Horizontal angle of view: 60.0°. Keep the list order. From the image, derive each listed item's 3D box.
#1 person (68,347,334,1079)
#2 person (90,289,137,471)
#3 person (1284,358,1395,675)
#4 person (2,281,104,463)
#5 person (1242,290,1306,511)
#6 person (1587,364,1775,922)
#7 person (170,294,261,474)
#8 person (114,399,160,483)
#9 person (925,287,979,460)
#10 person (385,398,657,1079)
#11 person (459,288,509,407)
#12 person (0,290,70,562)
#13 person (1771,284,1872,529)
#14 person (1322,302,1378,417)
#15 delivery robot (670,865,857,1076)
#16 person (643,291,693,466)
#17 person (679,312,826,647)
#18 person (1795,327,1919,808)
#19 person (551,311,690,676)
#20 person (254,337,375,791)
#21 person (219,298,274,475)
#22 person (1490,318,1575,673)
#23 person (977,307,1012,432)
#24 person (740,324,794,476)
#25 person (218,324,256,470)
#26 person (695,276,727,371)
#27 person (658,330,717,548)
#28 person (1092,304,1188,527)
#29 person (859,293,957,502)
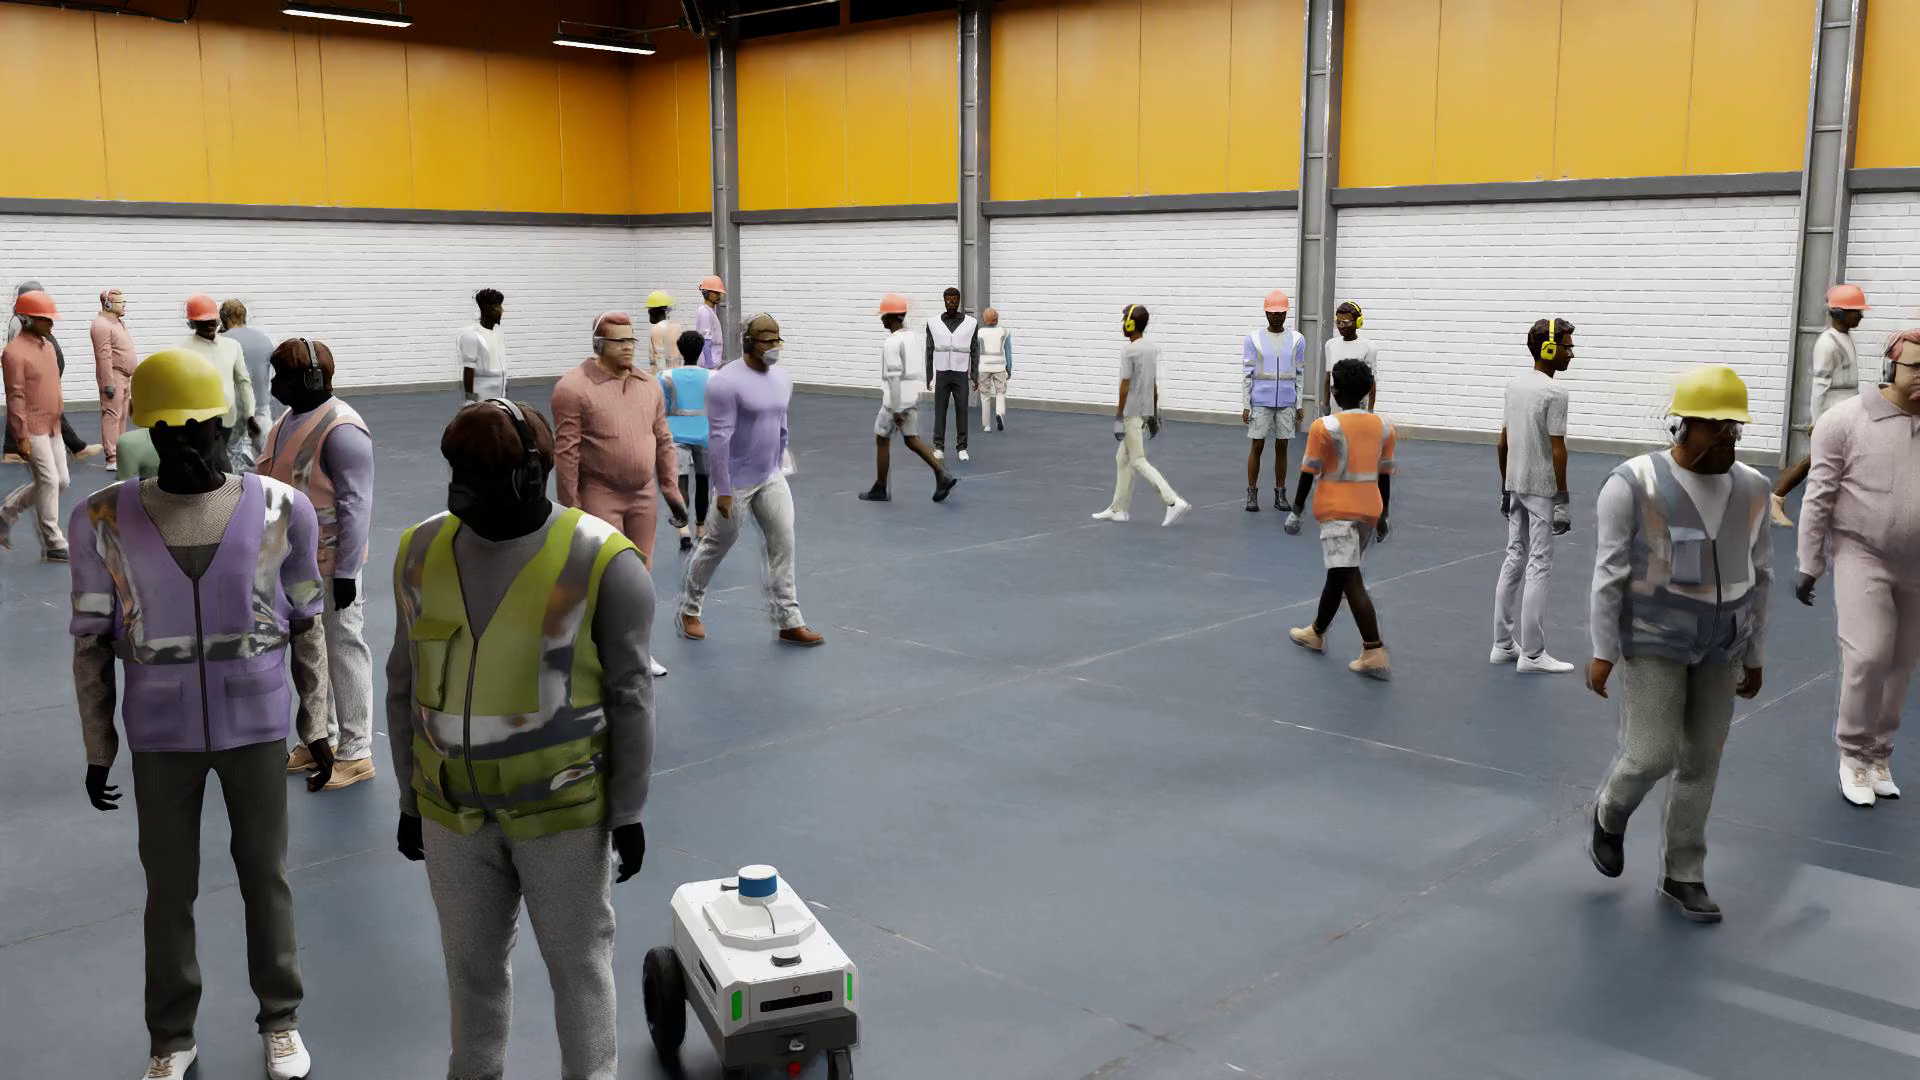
[{"bbox_3d":[-1.921,0.474,4.251,0.595,1.925,0.373,-4,10,-22],"label":"person"},{"bbox_3d":[-8.868,-1.679,17.516,0.400,1.909,0.643,-2,9,-12],"label":"person"},{"bbox_3d":[2.038,-0.137,8.841,0.542,1.646,0.876,-5,11,-29],"label":"person"},{"bbox_3d":[-10.027,-1.853,18.172,1.003,2.000,0.703,-5,11,-30],"label":"person"},{"bbox_3d":[2.740,-1.205,14.515,0.550,1.935,0.376,0,9,-2],"label":"person"},{"bbox_3d":[2.364,0.328,5.471,0.615,1.818,0.460,-1,9,-7],"label":"person"},{"bbox_3d":[-5.852,-0.950,12.995,1.048,1.930,0.599,5,11,28],"label":"person"},{"bbox_3d":[-3.974,-0.038,8.388,0.784,1.603,0.509,4,10,22],"label":"person"},{"bbox_3d":[-0.090,-1.841,18.482,0.598,1.915,0.375,0,9,1],"label":"person"},{"bbox_3d":[-1.001,0.599,3.764,0.624,1.841,0.430,2,9,11],"label":"person"},{"bbox_3d":[-4.315,-1.317,15.155,0.461,1.947,0.638,3,10,17],"label":"person"},{"bbox_3d":[-6.700,-0.797,11.928,0.704,1.964,0.647,0,9,-3],"label":"person"},{"bbox_3d":[6.936,-1.036,13.286,1.018,2.007,0.607,7,12,36],"label":"person"},{"bbox_3d":[3.240,-1.057,13.891,0.367,1.853,0.490,-8,13,-42],"label":"person"},{"bbox_3d":[-0.525,1.096,4.351,0.477,0.478,0.707,-4,10,-22],"label":"delivery robot"},{"bbox_3d":[-3.251,-1.726,17.895,0.994,1.869,0.608,2,10,14],"label":"person"},{"bbox_3d":[-1.253,-0.338,9.401,0.939,1.892,0.649,7,11,35],"label":"person"},{"bbox_3d":[3.702,0.119,6.531,0.679,1.885,0.616,1,9,5],"label":"person"},{"bbox_3d":[-1.756,-0.223,8.601,0.424,1.904,0.669,9,13,43],"label":"person"},{"bbox_3d":[-2.651,0.096,6.835,0.621,1.845,0.429,9,13,43],"label":"person"},{"bbox_3d":[-6.097,-1.121,14.215,1.055,1.886,0.616,7,11,35],"label":"person"},{"bbox_3d":[3.042,-0.234,8.785,0.314,1.864,0.530,-3,10,-17],"label":"person"},{"bbox_3d":[0.411,-2.183,21.448,0.526,1.624,0.532,0,9,-2],"label":"person"},{"bbox_3d":[-2.102,-1.413,16.839,0.878,1.583,0.519,-1,9,-7],"label":"person"},{"bbox_3d":[-7.606,-1.596,17.513,0.503,1.731,0.379,-2,9,-11],"label":"person"},{"bbox_3d":[-2.946,-2.105,19.729,0.395,2.038,0.606,-1,9,-4],"label":"person"},{"bbox_3d":[-2.060,-0.778,12.739,0.533,1.662,0.824,-1,9,-9],"label":"person"},{"bbox_3d":[1.501,-1.023,13.746,0.875,1.834,0.524,7,11,35],"label":"person"},{"bbox_3d":[-0.488,-1.271,15.036,0.894,1.914,0.544,5,10,26],"label":"person"}]
